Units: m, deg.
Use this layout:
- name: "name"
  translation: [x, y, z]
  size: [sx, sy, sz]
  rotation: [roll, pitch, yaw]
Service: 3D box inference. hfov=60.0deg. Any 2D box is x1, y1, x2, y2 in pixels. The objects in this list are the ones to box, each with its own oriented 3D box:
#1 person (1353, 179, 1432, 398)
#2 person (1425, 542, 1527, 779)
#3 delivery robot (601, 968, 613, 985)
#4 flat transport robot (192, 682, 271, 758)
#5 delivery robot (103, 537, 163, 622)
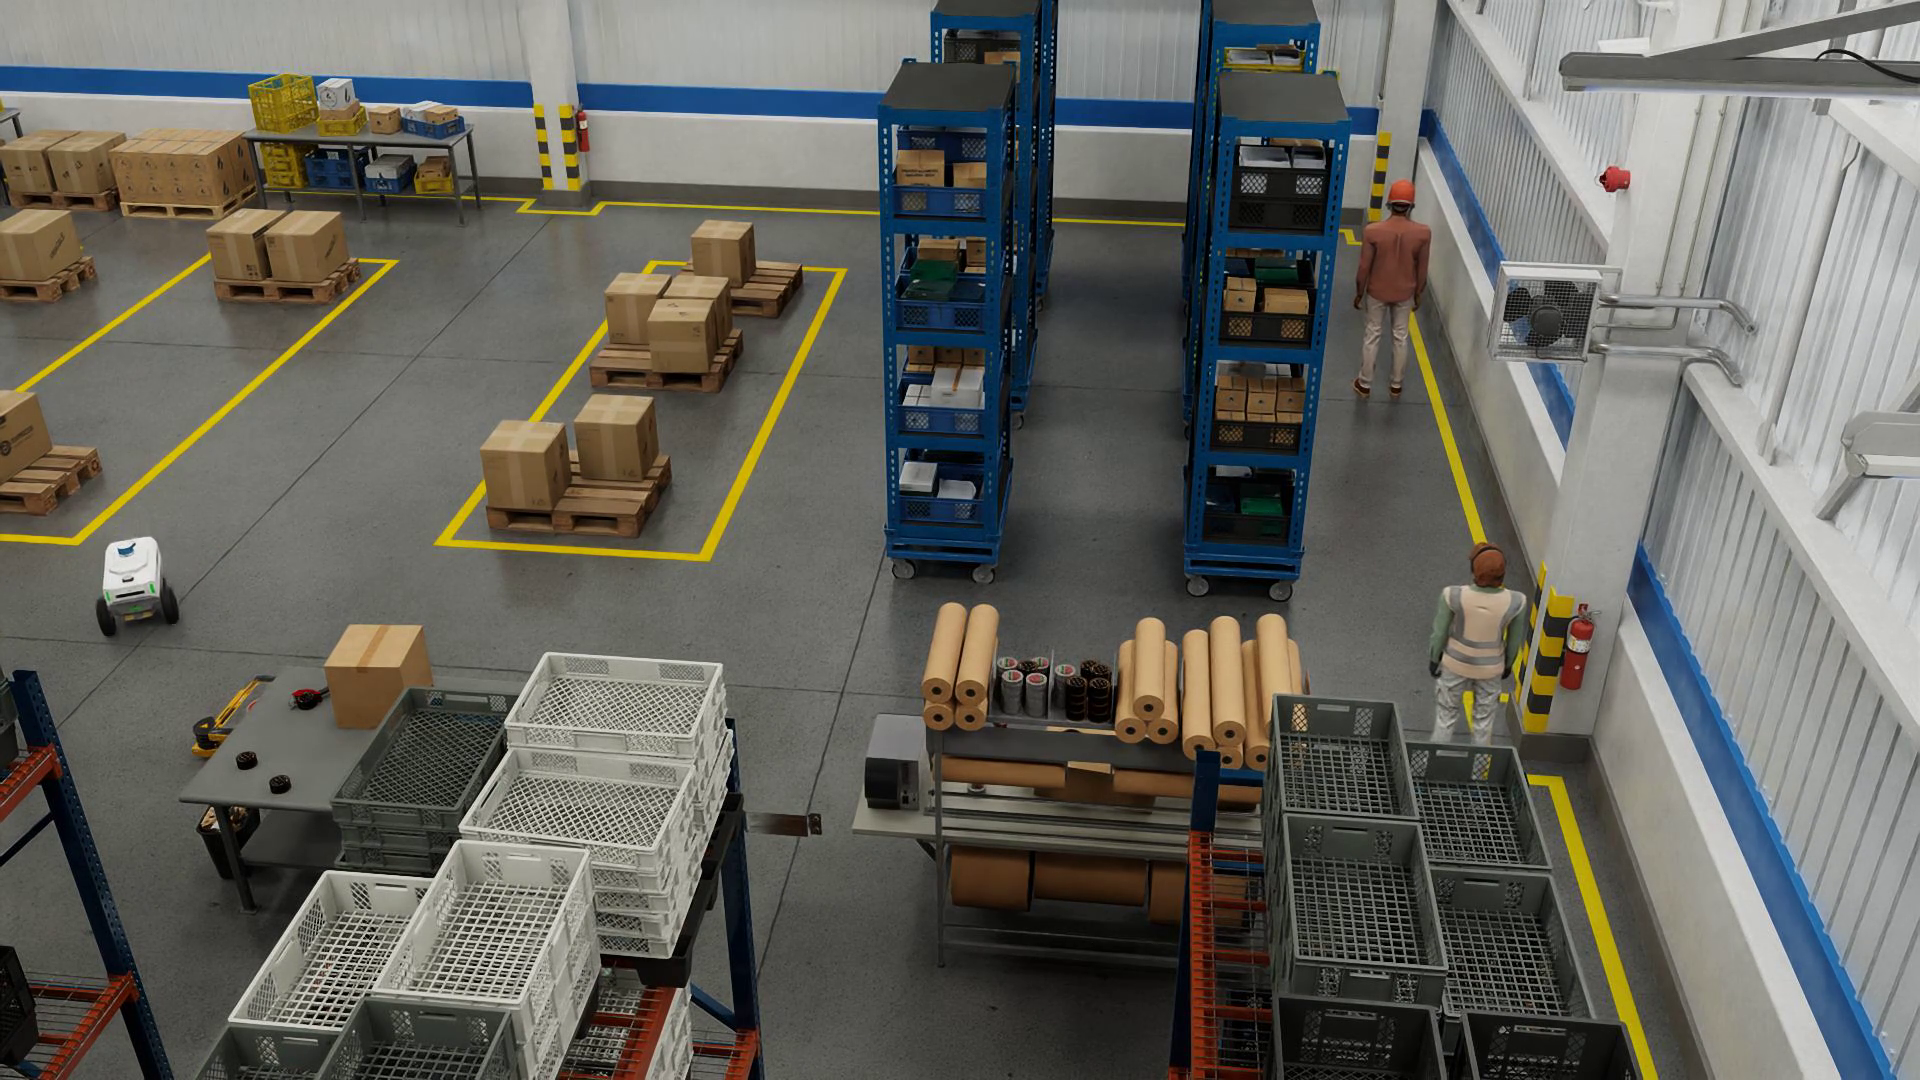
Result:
- name: "person"
  translation: [3.806, -2.212, 14.756]
  size: [0.621, 1.991, 0.407]
  rotation: [3, 30, 4]
- name: "person"
  translation: [3.074, 0.761, 9.994]
  size: [0.515, 1.637, 0.314]
  rotation: [7, 31, 11]
- name: "delivery robot"
  translation: [-2.136, 2.147, 8.588]
  size: [0.707, 0.478, 0.477]
  rotation: [22, 37, 32]
- name: "flat transport robot"
  translation: [-4.089, 1.163, 10.648]
  size: [1.431, 0.197, 0.652]
  rotation: [3, 30, 6]
- name: "delivery robot"
  translation: [-5.902, 0.241, 11.862]
  size: [0.477, 0.478, 0.707]
  rotation: [-11, 32, -19]
